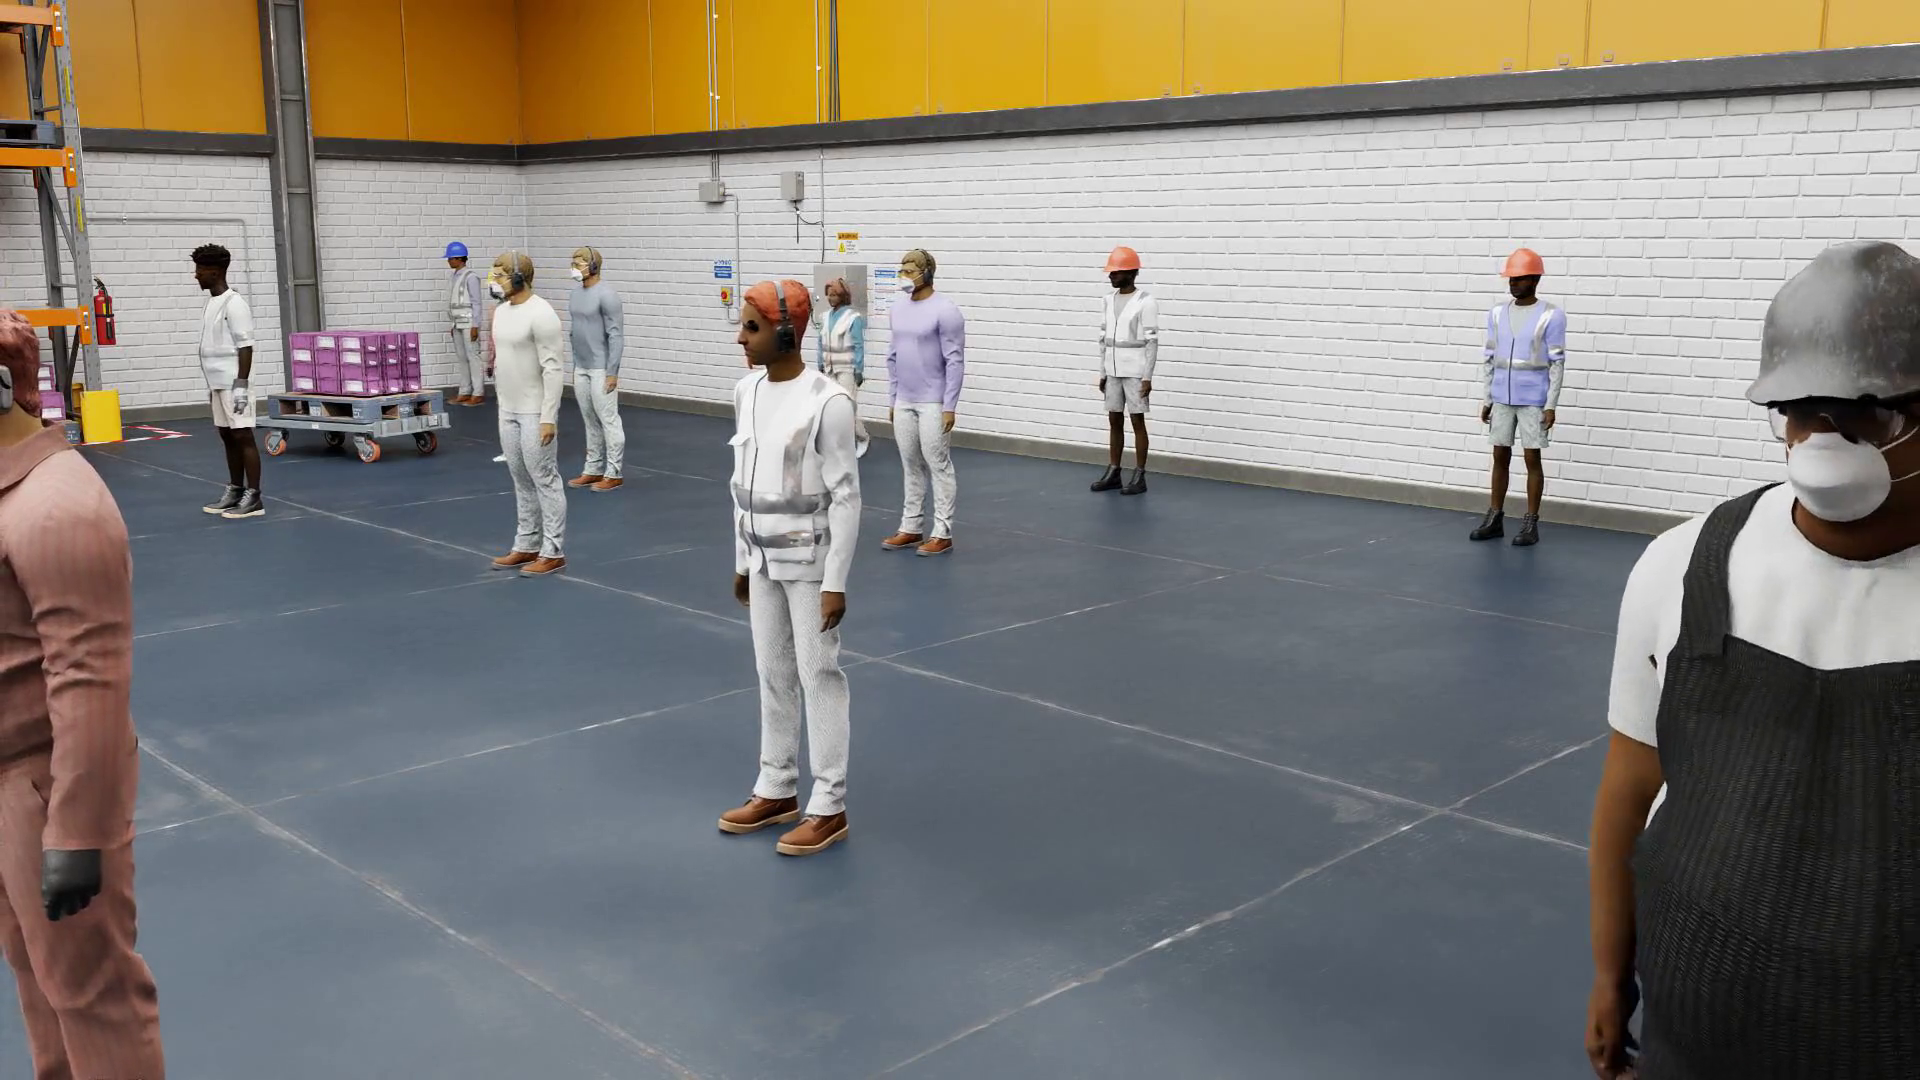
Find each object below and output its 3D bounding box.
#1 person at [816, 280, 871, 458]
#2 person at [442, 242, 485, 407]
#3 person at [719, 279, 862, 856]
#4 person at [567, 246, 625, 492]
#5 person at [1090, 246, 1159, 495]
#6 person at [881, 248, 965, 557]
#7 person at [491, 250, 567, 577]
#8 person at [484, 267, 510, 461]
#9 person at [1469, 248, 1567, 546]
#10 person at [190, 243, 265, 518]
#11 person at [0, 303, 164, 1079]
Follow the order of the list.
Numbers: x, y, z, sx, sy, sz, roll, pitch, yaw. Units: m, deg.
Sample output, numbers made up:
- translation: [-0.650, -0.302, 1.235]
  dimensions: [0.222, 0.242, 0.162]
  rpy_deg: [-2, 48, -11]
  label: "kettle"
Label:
- translation: [-1.064, -1.495, 14.842]
  dimensions: [0.377, 1.628, 0.522]
  rpy_deg: [-10, 15, -44]
  label: "person"
- translation: [-5.880, -2.554, 19.732]
  dimensions: [0.403, 1.944, 0.605]
  rpy_deg: [-10, 14, -43]
  label: "person"
- translation: [-0.559, 0.093, 5.478]
  dimensions: [0.358, 1.879, 0.574]
  rpy_deg: [-10, 14, -43]
  label: "person"
- translation: [-2.885, -1.349, 13.178]
  dimensions: [0.375, 1.939, 0.628]
  rpy_deg: [-10, 14, -43]
  label: "person"
- translation: [1.292, -1.320, 13.030]
  dimensions: [0.376, 1.934, 0.547]
  rpy_deg: [-10, 14, -43]
  label: "person"
- translation: [-0.231, -0.867, 10.550]
  dimensions: [0.375, 1.939, 0.628]
  rpy_deg: [-10, 14, -43]
  label: "person"
- translation: [-2.575, -0.748, 9.910]
  dimensions: [0.375, 1.936, 0.628]
  rpy_deg: [-10, 14, -43]
  label: "person"
- translation: [-4.030, -1.561, 14.855]
  dimensions: [0.395, 1.755, 0.532]
  rpy_deg: [-10, 15, -44]
  label: "person"
- translation: [3.659, -0.929, 10.891]
  dimensions: [0.379, 1.938, 0.547]
  rpy_deg: [-10, 14, -43]
  label: "person"
- translation: [-5.264, -1.139, 11.964]
  dimensions: [0.370, 1.963, 0.608]
  rpy_deg: [-10, 14, -43]
  label: "person"
- translation: [-1.817, 0.492, 3.226]
  dimensions: [0.399, 1.909, 0.642]
  rpy_deg: [-10, 14, -43]
  label: "person"
